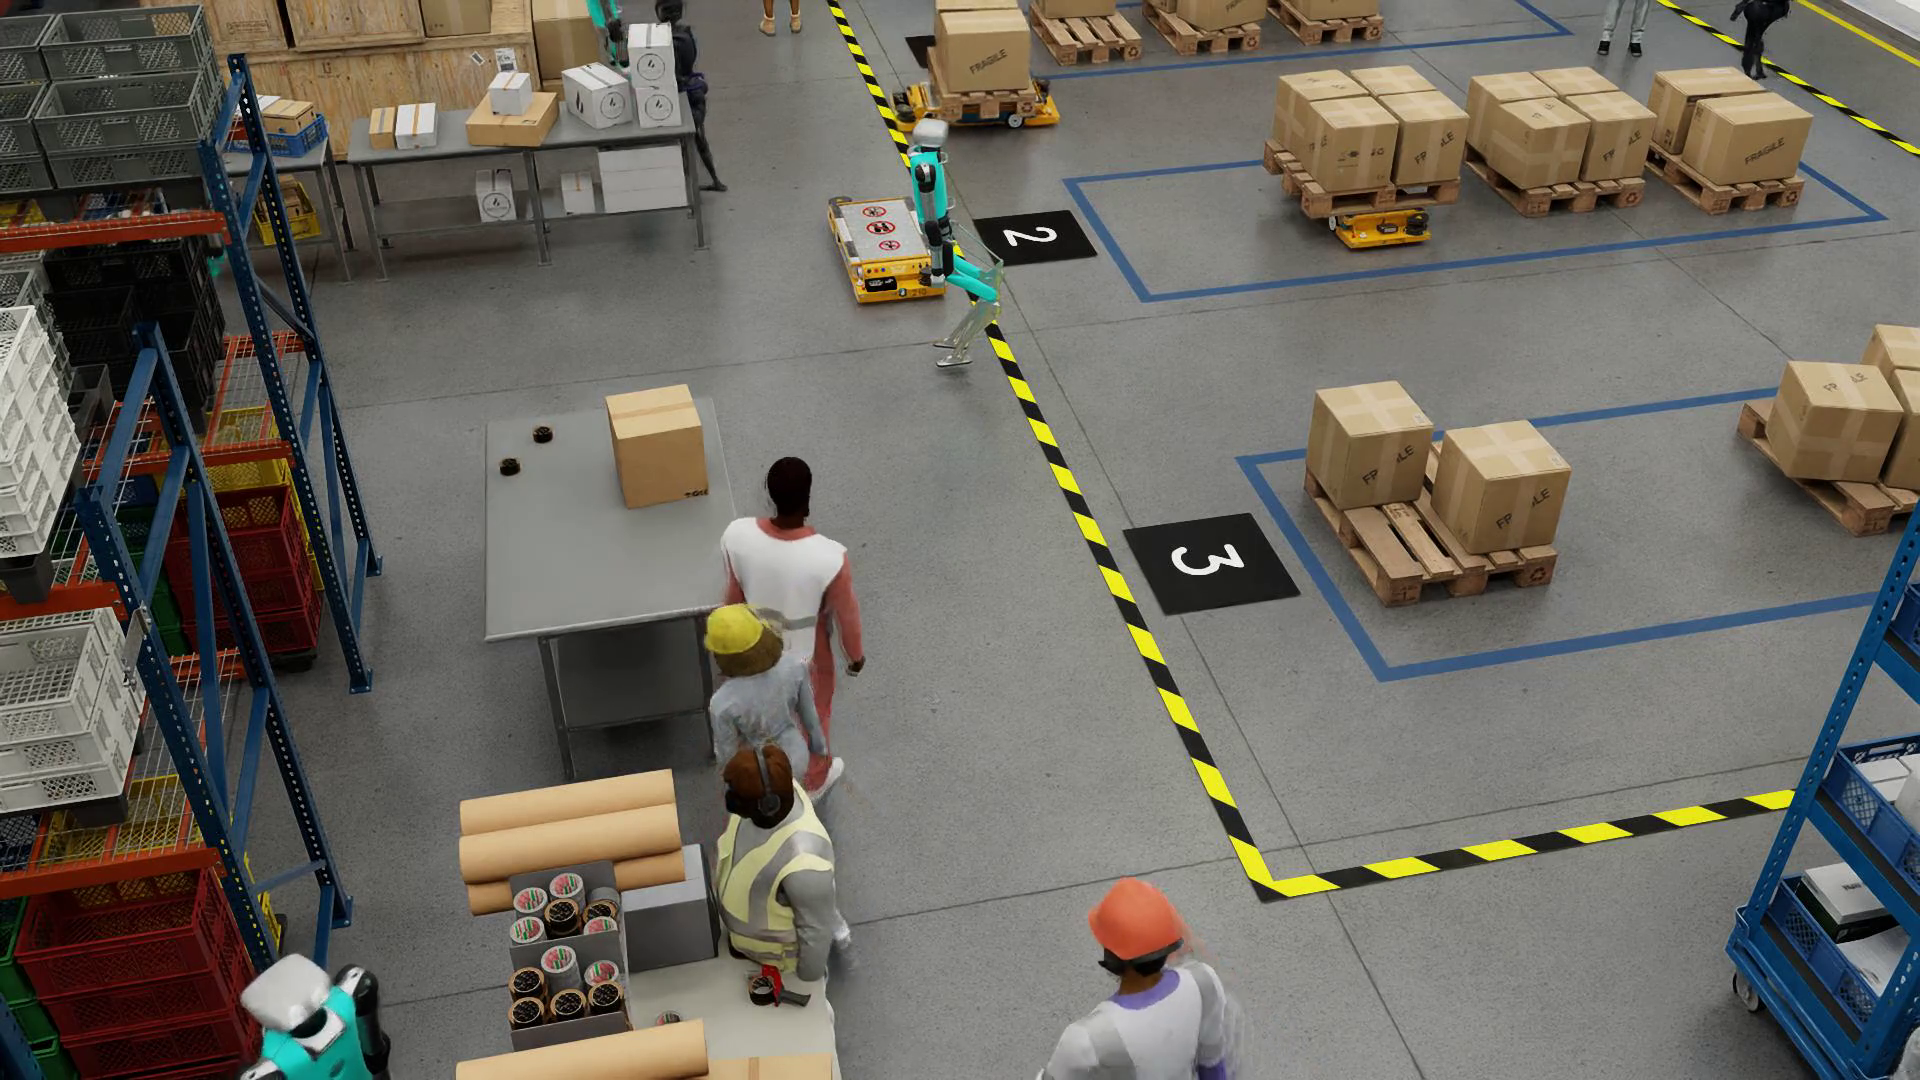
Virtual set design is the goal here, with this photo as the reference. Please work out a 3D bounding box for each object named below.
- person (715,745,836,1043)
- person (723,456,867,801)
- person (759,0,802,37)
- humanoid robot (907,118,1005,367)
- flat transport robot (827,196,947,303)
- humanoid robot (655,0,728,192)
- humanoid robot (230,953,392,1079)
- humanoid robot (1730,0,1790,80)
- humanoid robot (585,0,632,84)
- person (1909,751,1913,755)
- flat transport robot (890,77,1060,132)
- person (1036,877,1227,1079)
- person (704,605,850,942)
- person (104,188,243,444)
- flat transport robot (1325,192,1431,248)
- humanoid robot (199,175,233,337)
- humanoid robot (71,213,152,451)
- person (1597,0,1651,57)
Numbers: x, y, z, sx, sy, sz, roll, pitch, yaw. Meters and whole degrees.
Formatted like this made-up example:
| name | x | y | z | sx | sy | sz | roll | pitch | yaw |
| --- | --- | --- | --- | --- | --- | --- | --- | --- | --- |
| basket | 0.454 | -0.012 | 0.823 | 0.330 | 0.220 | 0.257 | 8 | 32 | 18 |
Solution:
| name | x | y | z | sx | sy | sz | roll | pitch | yaw |
| --- | --- | --- | --- | --- | --- | --- | --- | --- | --- |
| person | -0.686 | 1.470 | 6.260 | 0.429 | 1.841 | 0.632 | -16 | 40 | -20 |
| person | -0.745 | 0.461 | 7.555 | 0.601 | 1.905 | 0.444 | 15 | 39 | 19 |
| person | -1.799 | -5.881 | 15.982 | 0.604 | 2.034 | 0.385 | -10 | 38 | -13 |
| humanoid robot | 0.034 | -1.911 | 10.782 | 0.735 | 1.675 | 0.533 | -1 | 37 | -1 |
| flat transport robot | -0.570 | -2.220 | 12.538 | 0.659 | 0.231 | 1.431 | -8 | 37 | -10 |
| humanoid robot | -2.120 | -3.415 | 12.974 | 0.485 | 1.643 | 0.609 | 0 | 37 | 1 |
| humanoid robot | -2.250 | 1.981 | 5.654 | 0.725 | 1.782 | 0.537 | 18 | 40 | 22 |
| humanoid robot | 7.210 | -4.830 | 14.866 | 0.608 | 1.651 | 0.340 | -15 | 39 | -20 |
| humanoid robot | -2.679 | -4.098 | 13.832 | 1.001 | 1.729 | 0.539 | -17 | 40 | -21 |
| person | 4.452 | 0.741 | 7.231 | 0.384 | 1.850 | 0.597 | -6 | 37 | -8 |
| flat transport robot | 0.125 | -3.870 | 14.731 | 1.431 | 0.197 | 0.652 | -5 | 37 | -6 |
| person | 0.567 | 1.926 | 5.546 | 0.613 | 1.976 | 1.109 | -26 | 44 | -31 |
| person | -0.756 | 0.985 | 7.038 | 0.525 | 1.691 | 0.816 | -31 | 46 | -35 |
| person | -4.839 | -1.427 | 10.169 | 0.508 | 1.833 | 0.350 | 7 | 37 | 9 |
| flat transport robot | 3.134 | -2.740 | 13.213 | 0.652 | 0.197 | 1.431 | -8 | 37 | -10 |
| humanoid robot | -5.105 | -1.957 | 11.049 | 0.727 | 1.907 | 0.542 | -9 | 38 | -12 |
| humanoid robot | -5.002 | -1.166 | 9.944 | 0.597 | 1.640 | 0.505 | 27 | 44 | 31 |
| person | 6.395 | -5.463 | 15.581 | 0.598 | 1.836 | 0.404 | 7 | 37 | 9 |
